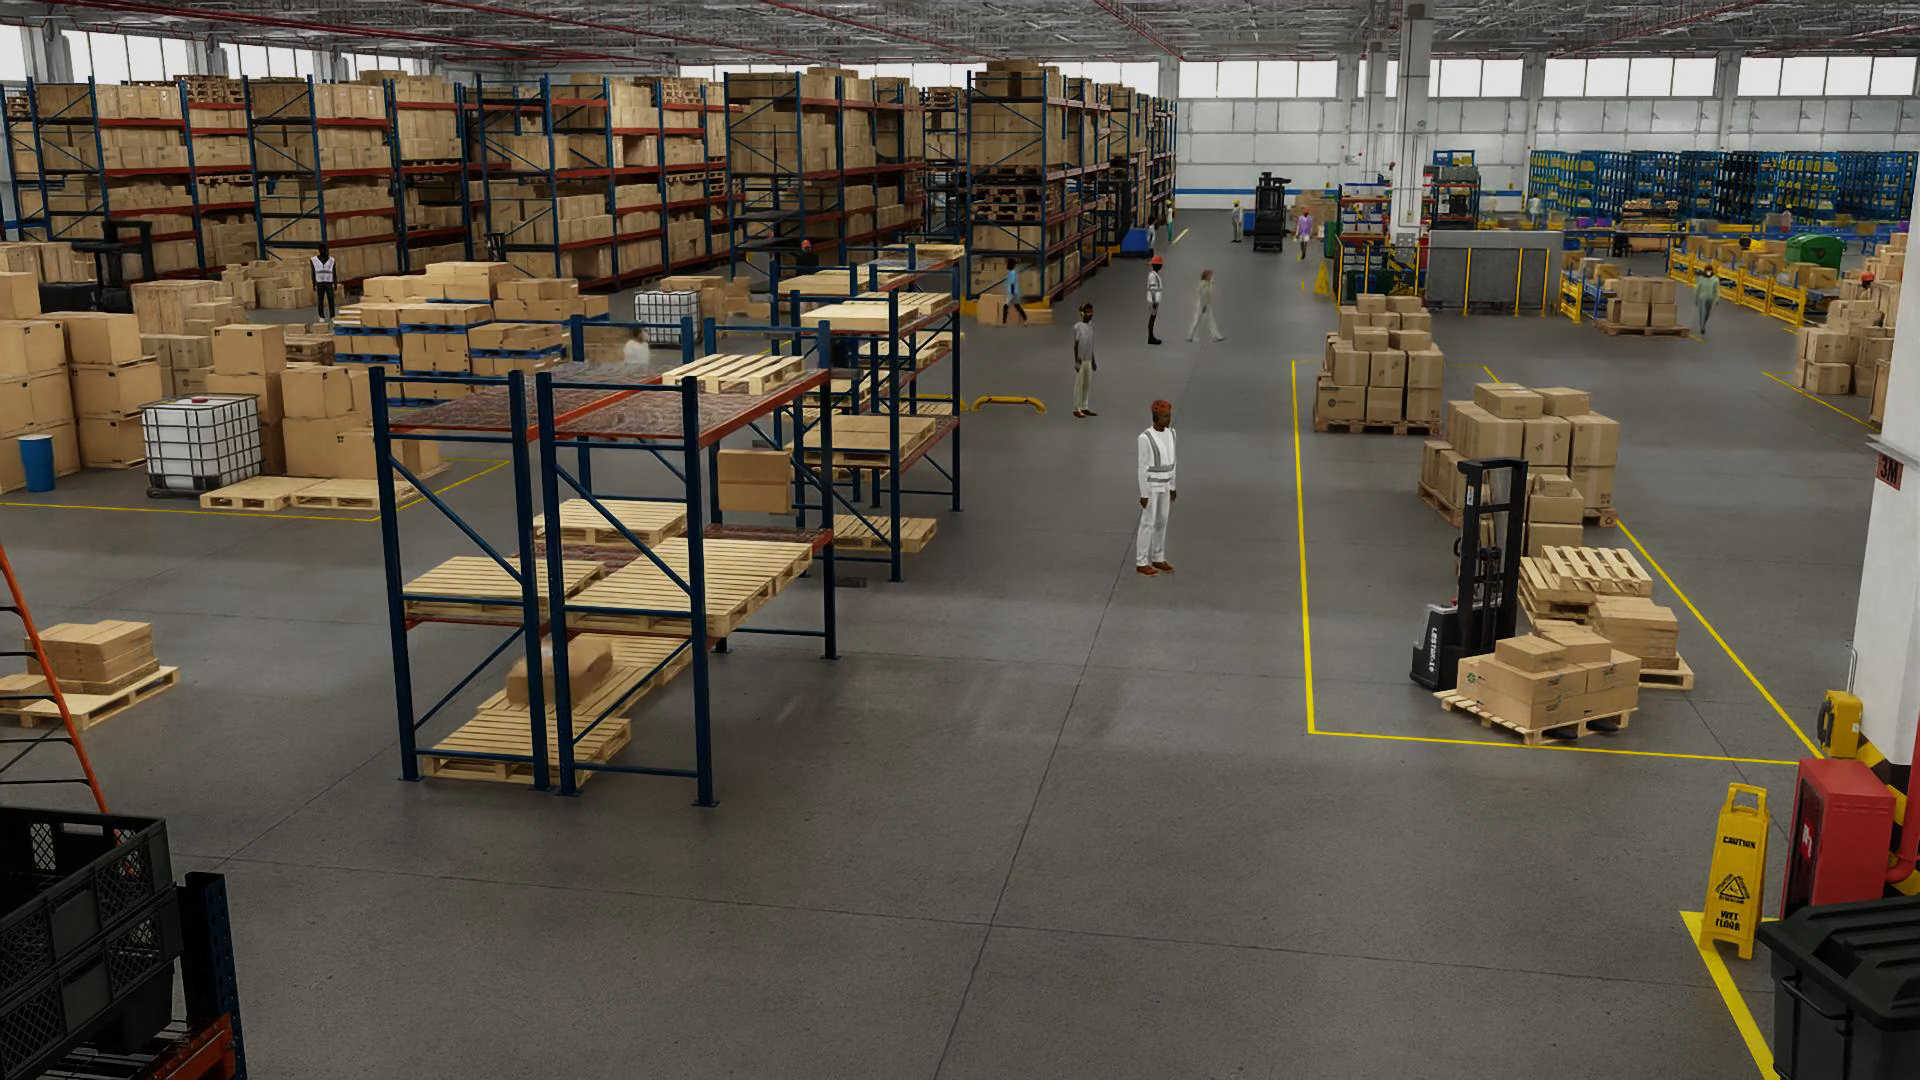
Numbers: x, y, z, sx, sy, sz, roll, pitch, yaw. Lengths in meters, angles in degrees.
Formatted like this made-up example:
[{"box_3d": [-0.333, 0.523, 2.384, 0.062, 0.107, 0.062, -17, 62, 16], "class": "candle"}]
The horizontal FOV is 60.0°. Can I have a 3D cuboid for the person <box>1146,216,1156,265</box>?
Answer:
[{"box_3d": [6.656, -10.422, 57.950, 0.321, 1.696, 0.536, 2, 14, 8], "class": "person"}]

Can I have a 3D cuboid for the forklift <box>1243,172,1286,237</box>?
[{"box_3d": [13.485, -14.797, 73.279, 1.873, 2.768, 1.129, 3, 14, 10], "class": "forklift"}]

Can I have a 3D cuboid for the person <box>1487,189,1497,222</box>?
[{"box_3d": [25.917, -16.195, 81.160, 0.710, 1.812, 0.599, 0, 14, 2], "class": "person"}]

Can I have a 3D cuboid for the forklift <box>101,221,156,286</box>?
[{"box_3d": [-16.772, -5.071, 33.793, 1.129, 2.768, 1.873, 3, 14, 10], "class": "forklift"}]

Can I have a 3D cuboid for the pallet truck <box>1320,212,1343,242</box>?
[{"box_3d": [15.874, -13.227, 70.310, 0.680, 1.201, 1.601, 10, 17, 35], "class": "pallet truck"}]

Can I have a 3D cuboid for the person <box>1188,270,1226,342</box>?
[{"box_3d": [5.456, -5.176, 36.861, 0.880, 1.584, 0.542, 9, 17, 33], "class": "person"}]

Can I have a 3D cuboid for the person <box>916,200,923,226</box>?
[{"box_3d": [-2.010, -16.499, 82.134, 0.551, 1.935, 0.362, -4, 14, -16], "class": "person"}]

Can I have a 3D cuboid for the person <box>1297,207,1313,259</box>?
[{"box_3d": [12.612, -11.246, 60.867, 0.545, 1.912, 0.778, 4, 14, 16], "class": "person"}]

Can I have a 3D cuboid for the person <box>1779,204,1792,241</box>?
[{"box_3d": [32.767, -12.421, 65.929, 0.319, 1.767, 0.534, -2, 14, -7], "class": "person"}]

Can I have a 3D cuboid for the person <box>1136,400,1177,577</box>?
[{"box_3d": [2.072, -0.546, 17.498, 0.351, 1.878, 0.568, 12, 18, 40], "class": "person"}]

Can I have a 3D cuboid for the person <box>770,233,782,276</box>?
[{"box_3d": [-5.525, -8.894, 51.481, 0.642, 1.823, 0.494, 3, 14, 13], "class": "person"}]

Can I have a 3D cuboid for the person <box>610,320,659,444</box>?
[{"box_3d": [-4.748, -2.263, 24.359, 0.752, 1.913, 0.637, 4, 14, 15], "class": "person"}]

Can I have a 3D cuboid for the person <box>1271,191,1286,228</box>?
[{"box_3d": [14.799, -15.445, 77.831, 1.017, 1.937, 0.631, -5, 15, -20], "class": "person"}]

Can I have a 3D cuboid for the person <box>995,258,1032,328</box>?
[{"box_3d": [1.304, -5.876, 39.559, 0.827, 1.670, 0.541, 2, 14, 9], "class": "person"}]

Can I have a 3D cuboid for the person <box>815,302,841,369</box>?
[{"box_3d": [-2.164, -3.339, 28.490, 1.048, 2.000, 0.686, -4, 14, -17], "class": "person"}]

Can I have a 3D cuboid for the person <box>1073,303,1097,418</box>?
[{"box_3d": [2.053, -2.936, 27.213, 0.328, 1.868, 0.509, 12, 18, 39], "class": "person"}]

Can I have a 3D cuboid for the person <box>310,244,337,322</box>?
[{"box_3d": [-15.578, -6.300, 40.785, 0.587, 1.911, 0.397, -7, 16, -28], "class": "person"}]

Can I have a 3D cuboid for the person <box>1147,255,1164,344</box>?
[{"box_3d": [4.297, -5.280, 36.579, 0.358, 1.938, 0.542, 2, 14, 9], "class": "person"}]

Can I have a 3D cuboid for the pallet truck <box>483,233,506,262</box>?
[{"box_3d": [-11.832, -7.026, 43.548, 1.885, 1.965, 0.823, 8, 16, 28], "class": "pallet truck"}]

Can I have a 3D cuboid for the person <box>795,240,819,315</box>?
[{"box_3d": [-3.765, -6.393, 41.016, 0.613, 1.987, 0.404, -5, 15, -18], "class": "person"}]

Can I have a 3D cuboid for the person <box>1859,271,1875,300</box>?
[{"box_3d": [17.640, -4.263, 32.458, 0.547, 1.934, 0.376, -13, 19, -42], "class": "person"}]

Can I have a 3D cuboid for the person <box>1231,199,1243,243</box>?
[{"box_3d": [11.594, -13.372, 69.684, 0.404, 1.822, 0.588, -7, 15, -26], "class": "person"}]

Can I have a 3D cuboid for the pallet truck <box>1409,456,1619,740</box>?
[{"box_3d": [4.504, 0.400, 13.395, 0.823, 1.965, 1.885, -6, 15, -23], "class": "pallet truck"}]

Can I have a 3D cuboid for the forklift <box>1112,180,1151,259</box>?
[{"box_3d": [6.082, -11.722, 60.796, 1.873, 2.768, 1.129, 2, 14, 9], "class": "forklift"}]

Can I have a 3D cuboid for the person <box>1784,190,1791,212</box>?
[{"box_3d": [40.100, -16.060, 80.538, 0.373, 1.843, 0.571, 0, 14, 0], "class": "person"}]

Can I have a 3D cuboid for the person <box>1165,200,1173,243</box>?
[{"box_3d": [8.698, -13.241, 69.249, 0.305, 1.772, 0.525, 4, 15, 17], "class": "person"}]

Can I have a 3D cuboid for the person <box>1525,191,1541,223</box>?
[{"box_3d": [26.366, -15.050, 76.355, 0.608, 1.903, 1.023, -2, 14, -9], "class": "person"}]

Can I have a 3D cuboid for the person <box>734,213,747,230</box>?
[{"box_3d": [-9.022, -12.912, 68.240, 0.505, 1.608, 0.674, 3, 14, 13], "class": "person"}]

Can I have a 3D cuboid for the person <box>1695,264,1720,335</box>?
[{"box_3d": [17.244, -5.573, 38.447, 0.501, 1.606, 0.638, 2, 14, 7], "class": "person"}]

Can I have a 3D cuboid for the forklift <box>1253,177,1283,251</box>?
[{"box_3d": [12.083, -12.747, 64.956, 1.129, 2.768, 1.873, 3, 14, 10], "class": "forklift"}]
